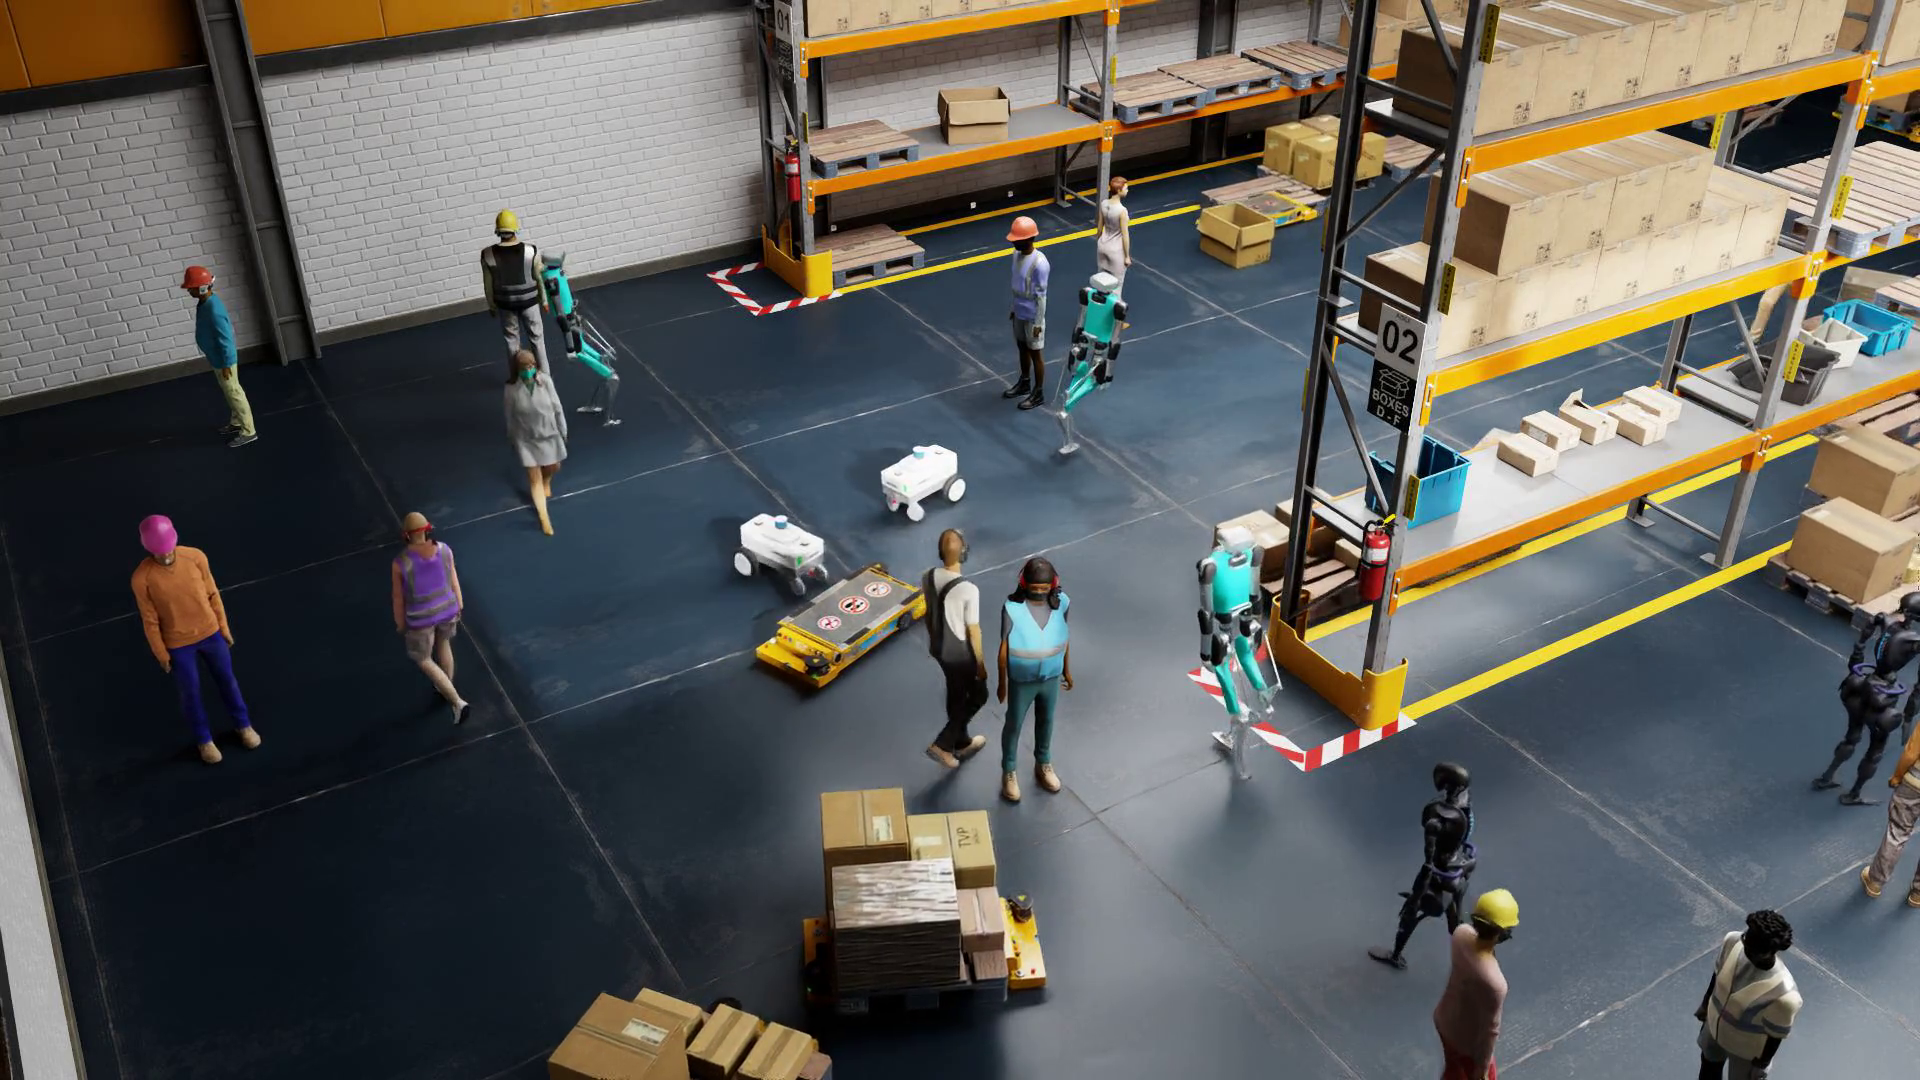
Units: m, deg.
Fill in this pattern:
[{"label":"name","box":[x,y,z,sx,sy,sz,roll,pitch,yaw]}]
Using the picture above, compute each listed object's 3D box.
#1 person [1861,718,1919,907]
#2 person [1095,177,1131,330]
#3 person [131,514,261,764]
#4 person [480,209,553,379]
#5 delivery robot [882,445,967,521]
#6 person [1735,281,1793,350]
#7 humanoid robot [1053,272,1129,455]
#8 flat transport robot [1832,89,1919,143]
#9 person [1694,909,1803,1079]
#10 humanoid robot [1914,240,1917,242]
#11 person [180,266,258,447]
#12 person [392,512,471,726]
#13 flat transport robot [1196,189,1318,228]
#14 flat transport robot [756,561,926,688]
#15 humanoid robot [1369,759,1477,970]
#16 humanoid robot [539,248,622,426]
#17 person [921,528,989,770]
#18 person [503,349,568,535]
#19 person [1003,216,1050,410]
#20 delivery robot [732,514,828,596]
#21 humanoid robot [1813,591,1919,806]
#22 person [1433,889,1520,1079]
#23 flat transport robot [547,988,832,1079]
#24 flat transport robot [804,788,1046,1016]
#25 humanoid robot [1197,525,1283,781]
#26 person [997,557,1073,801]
[{"label":"person","box":[6.007,1.510,10.253,0.478,1.777,0.306,13,34,20]},{"label":"person","box":[1.622,-3.040,17.621,0.277,1.656,0.452,-22,38,-31]},{"label":"person","box":[-5.286,0.662,11.428,0.520,1.972,0.405,-25,40,-34]},{"label":"person","box":[-4.358,-2.365,16.384,0.599,1.829,0.404,-7,33,-11]},{"label":"delivery robot","box":[-0.324,-0.545,14.701,0.522,0.614,0.785,26,41,35]},{"label":"person","box":[8.450,-2.702,17.023,0.747,1.722,0.568,-14,35,-21]},{"label":"humanoid robot","box":[1.069,-1.488,15.112,0.857,1.788,0.537,-27,41,-36]},{"label":"flat transport robot","box":[13.212,-5.947,23.568,0.659,0.231,1.431,-18,36,-26]},{"label":"person","box":[4.043,2.568,8.652,0.320,1.693,0.534,-9,33,-14]},{"label":"humanoid robot","box":[11.699,-4.252,19.591,0.796,1.621,0.589,-5,32,-9]},{"label":"person","box":[-6.881,-1.719,15.425,0.329,1.750,0.571,-20,37,-29]},{"label":"person","box":[-3.755,0.560,11.864,0.625,1.672,0.493,28,41,37]},{"label":"flat transport robot","box":[3.655,-3.994,20.454,1.431,0.231,0.659,-20,37,-29]},{"label":"flat transport robot","box":[-0.874,0.641,13.062,0.659,0.231,1.431,22,38,31]},{"label":"humanoid robot","box":[2.847,1.971,9.663,0.773,1.634,0.591,22,38,31]},{"label":"humanoid robot","box":[-3.487,-1.921,15.789,0.797,1.799,0.530,-5,32,-8]},{"label":"person","box":[-0.060,0.778,11.382,0.476,1.819,0.568,-26,41,-35]},{"label":"person","box":[-3.633,-0.913,14.250,0.498,1.634,0.710,-15,35,-23]},{"label":"person","box":[0.625,-2.198,16.031,0.387,1.929,0.543,-17,36,-25]},{"label":"delivery robot","box":[-1.463,0.067,13.685,0.750,0.570,0.499,23,39,32]},{"label":"humanoid robot","box":[6.113,1.051,11.092,0.325,1.658,0.609,-11,34,-16]},{"label":"person","box":[2.617,2.553,8.642,0.441,1.729,0.556,-7,33,-11]},{"label":"flat transport robot","box":[-1.392,3.141,9.074,0.659,0.231,1.431,13,34,20]},{"label":"flat transport robot","box":[-0.229,2.477,10.134,1.431,0.231,0.659,-3,32,-5]},{"label":"humanoid robot","box":[1.983,0.850,11.429,0.541,1.877,0.810,-18,36,-27]},{"label":"person","box":[0.492,0.905,11.137,0.532,1.865,0.375,-10,33,-16]}]
